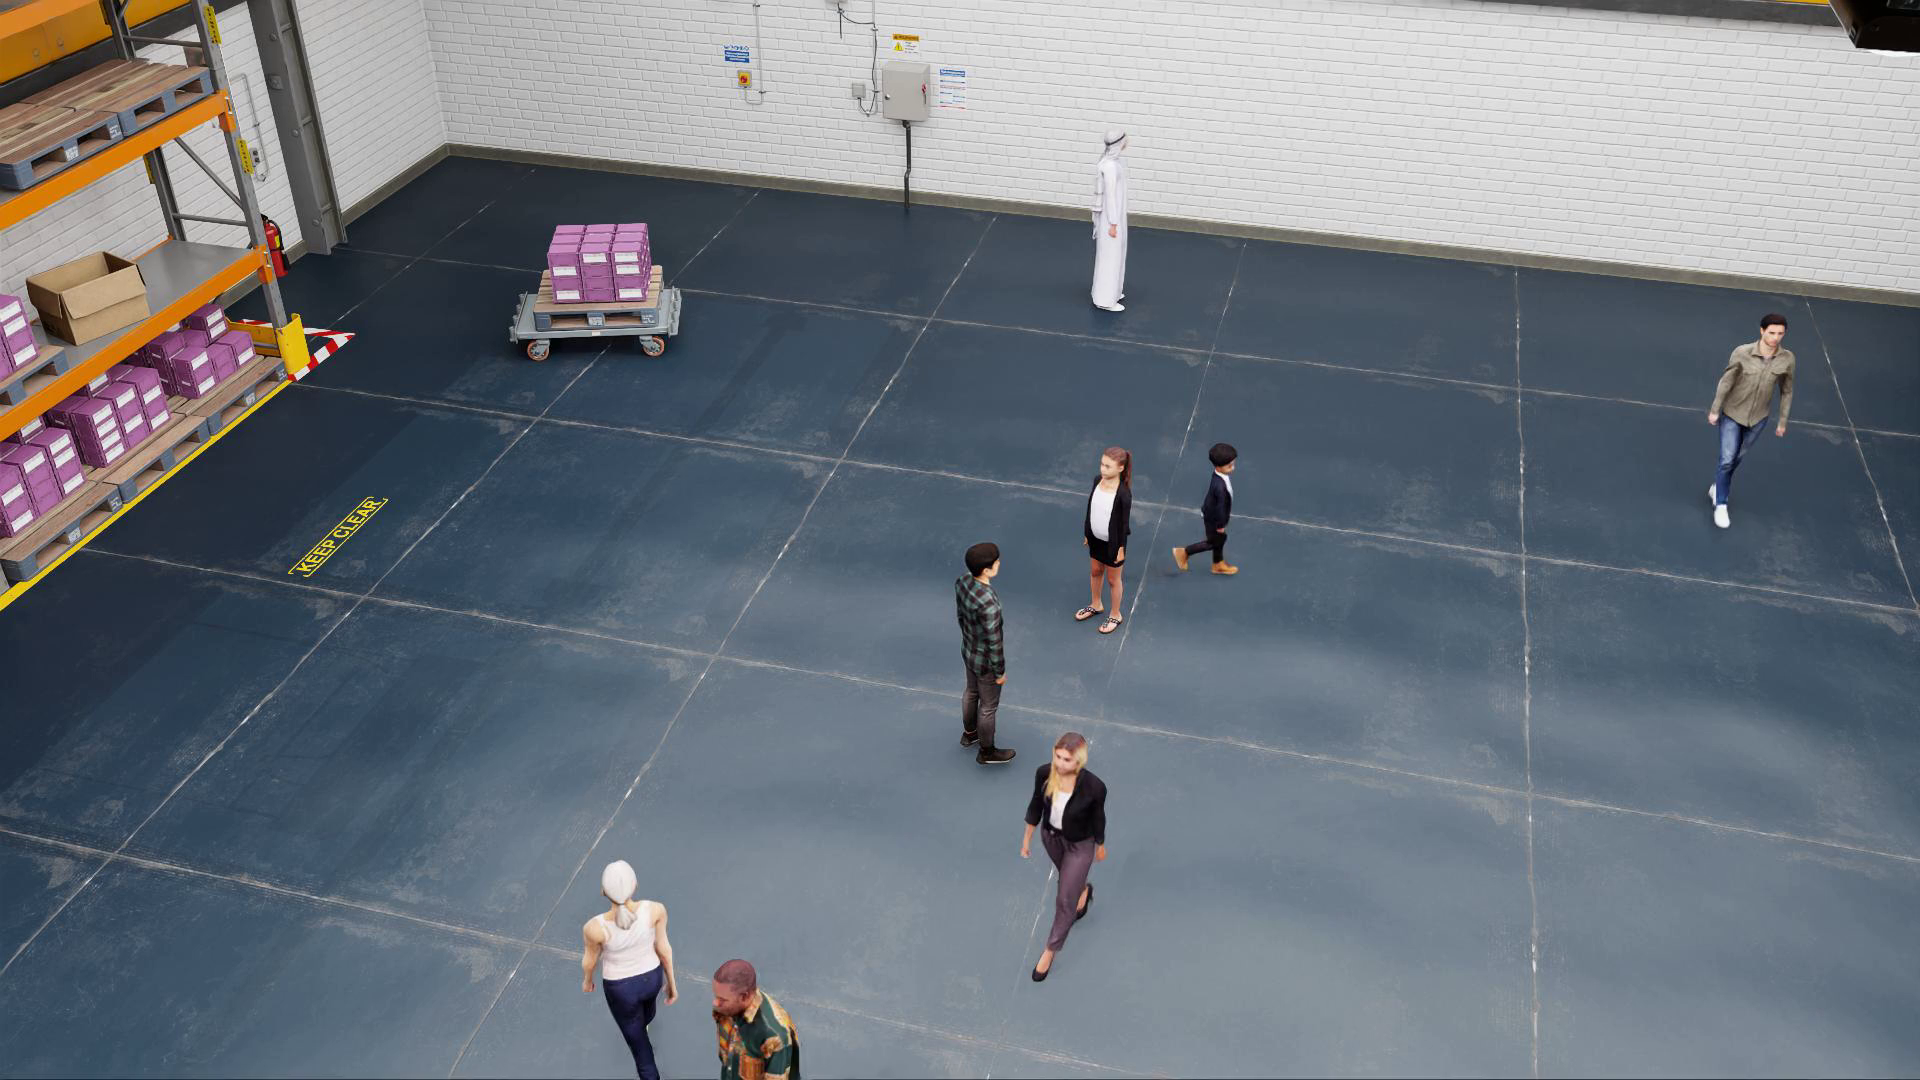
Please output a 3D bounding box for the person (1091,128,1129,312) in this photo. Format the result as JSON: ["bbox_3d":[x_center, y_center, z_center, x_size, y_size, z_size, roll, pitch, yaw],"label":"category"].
[{"bbox_3d":[1.566,-3.342,17.248,0.790,1.925,0.629,3,34,4],"label":"person"}]

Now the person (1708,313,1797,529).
[{"bbox_3d":[6.557,-1.087,13.934,0.819,1.840,1.036,3,34,5],"label":"person"}]

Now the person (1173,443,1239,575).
[{"bbox_3d":[1.982,-0.229,13.207,0.589,1.214,0.702,5,34,7],"label":"person"}]

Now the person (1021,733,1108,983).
[{"bbox_3d":[0.676,1.758,9.847,0.802,1.625,1.095,19,38,26],"label":"person"}]

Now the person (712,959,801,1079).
[{"bbox_3d":[-0.924,2.714,8.272,0.946,1.776,1.164,24,41,32],"label":"person"}]

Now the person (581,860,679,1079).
[{"bbox_3d":[-1.684,2.450,8.770,1.084,1.664,1.174,-16,37,-23],"label":"person"}]

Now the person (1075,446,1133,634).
[{"bbox_3d":[1.124,-0.028,12.597,0.631,1.556,0.672,29,43,36],"label":"person"}]

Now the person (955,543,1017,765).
[{"bbox_3d":[0.163,0.745,11.185,0.778,1.715,0.722,-15,37,-22],"label":"person"}]
